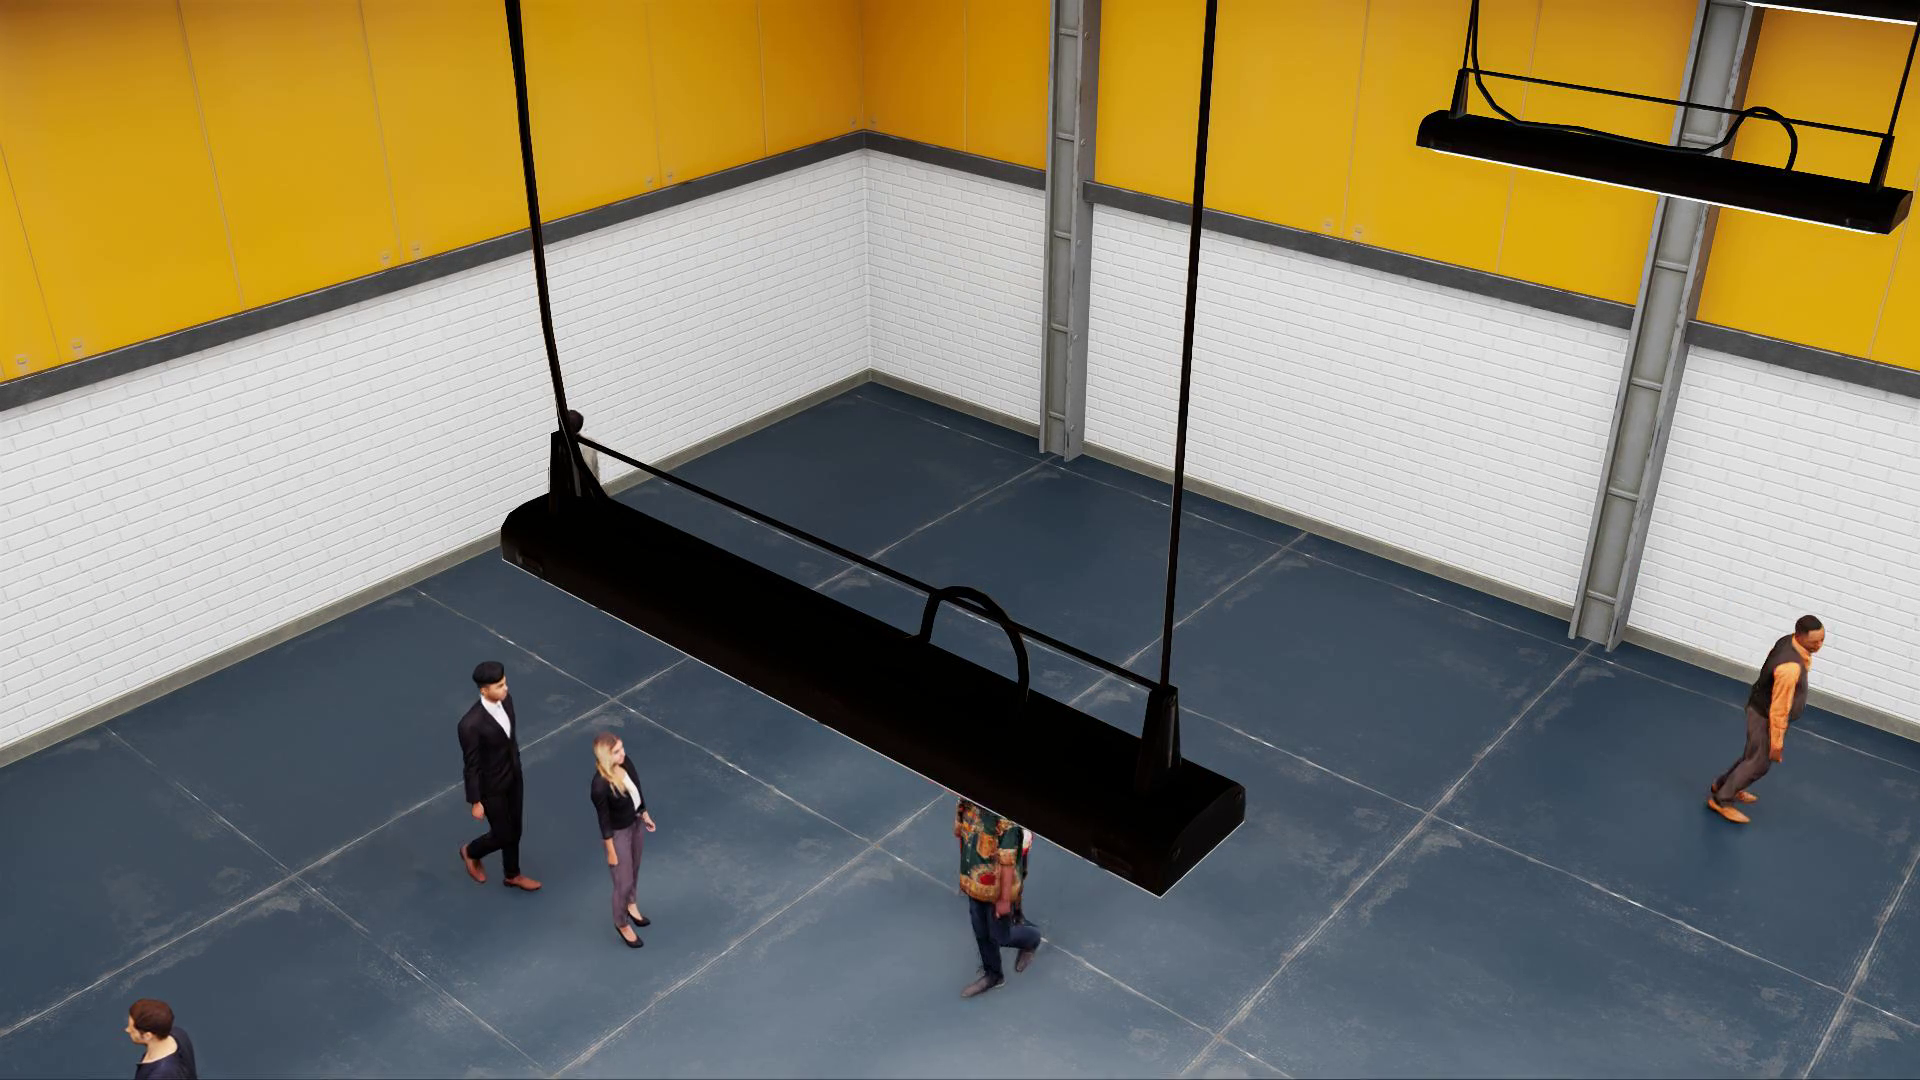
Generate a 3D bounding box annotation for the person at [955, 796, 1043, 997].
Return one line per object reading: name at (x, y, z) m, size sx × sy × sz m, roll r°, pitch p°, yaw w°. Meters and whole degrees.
person at (0.246, 2.153, 10.734) m, size 0.841 × 1.787 × 0.850 m, roll 25°, pitch 37°, yaw 38°

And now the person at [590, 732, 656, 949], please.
person at (-2.301, 1.971, 11.192) m, size 0.654 × 1.669 × 0.670 m, roll 7°, pitch 29°, yaw 13°

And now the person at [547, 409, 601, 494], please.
person at (-3.420, -0.282, 15.153) m, size 1.197 × 1.831 × 0.854 m, roll 15°, pitch 32°, yaw 25°

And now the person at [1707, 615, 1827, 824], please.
person at (5.880, 1.292, 12.232) m, size 0.744 × 1.865 × 0.784 m, roll 9°, pitch 30°, yaw 16°

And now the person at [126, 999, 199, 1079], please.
person at (-4.095, 3.150, 8.833) m, size 0.768 × 1.859 × 0.672 m, roll -7°, pitch 29°, yaw -12°

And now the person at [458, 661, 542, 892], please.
person at (-3.299, 1.650, 11.580) m, size 0.944 × 1.861 × 0.871 m, roll 11°, pitch 31°, yaw 19°
